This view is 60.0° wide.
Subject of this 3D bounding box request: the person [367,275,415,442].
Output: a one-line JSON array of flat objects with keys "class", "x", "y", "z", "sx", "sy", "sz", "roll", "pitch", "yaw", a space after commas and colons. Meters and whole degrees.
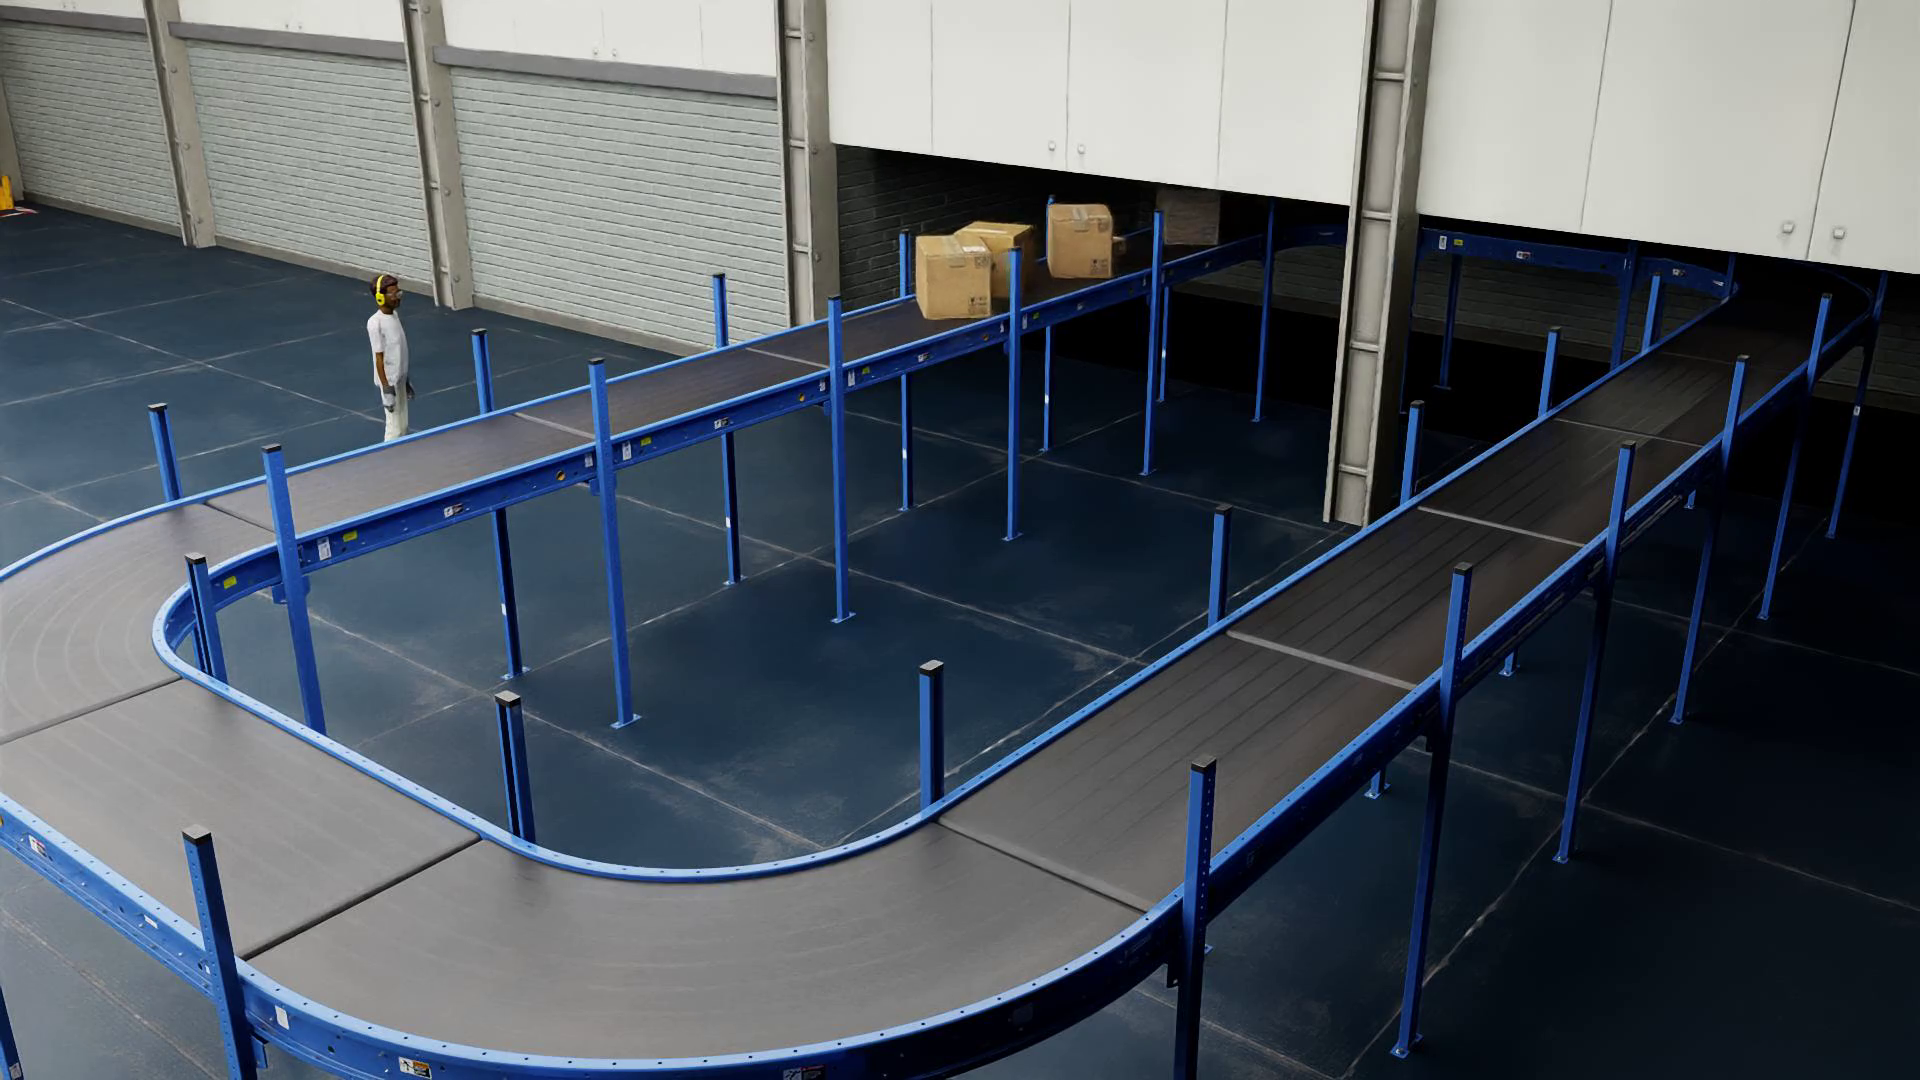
[{"class": "person", "x": -4.716, "y": -1.297, "z": 13.932, "sx": 0.328, "sy": 1.874, "sz": 0.521, "roll": 0, "pitch": 21, "yaw": 0}]
